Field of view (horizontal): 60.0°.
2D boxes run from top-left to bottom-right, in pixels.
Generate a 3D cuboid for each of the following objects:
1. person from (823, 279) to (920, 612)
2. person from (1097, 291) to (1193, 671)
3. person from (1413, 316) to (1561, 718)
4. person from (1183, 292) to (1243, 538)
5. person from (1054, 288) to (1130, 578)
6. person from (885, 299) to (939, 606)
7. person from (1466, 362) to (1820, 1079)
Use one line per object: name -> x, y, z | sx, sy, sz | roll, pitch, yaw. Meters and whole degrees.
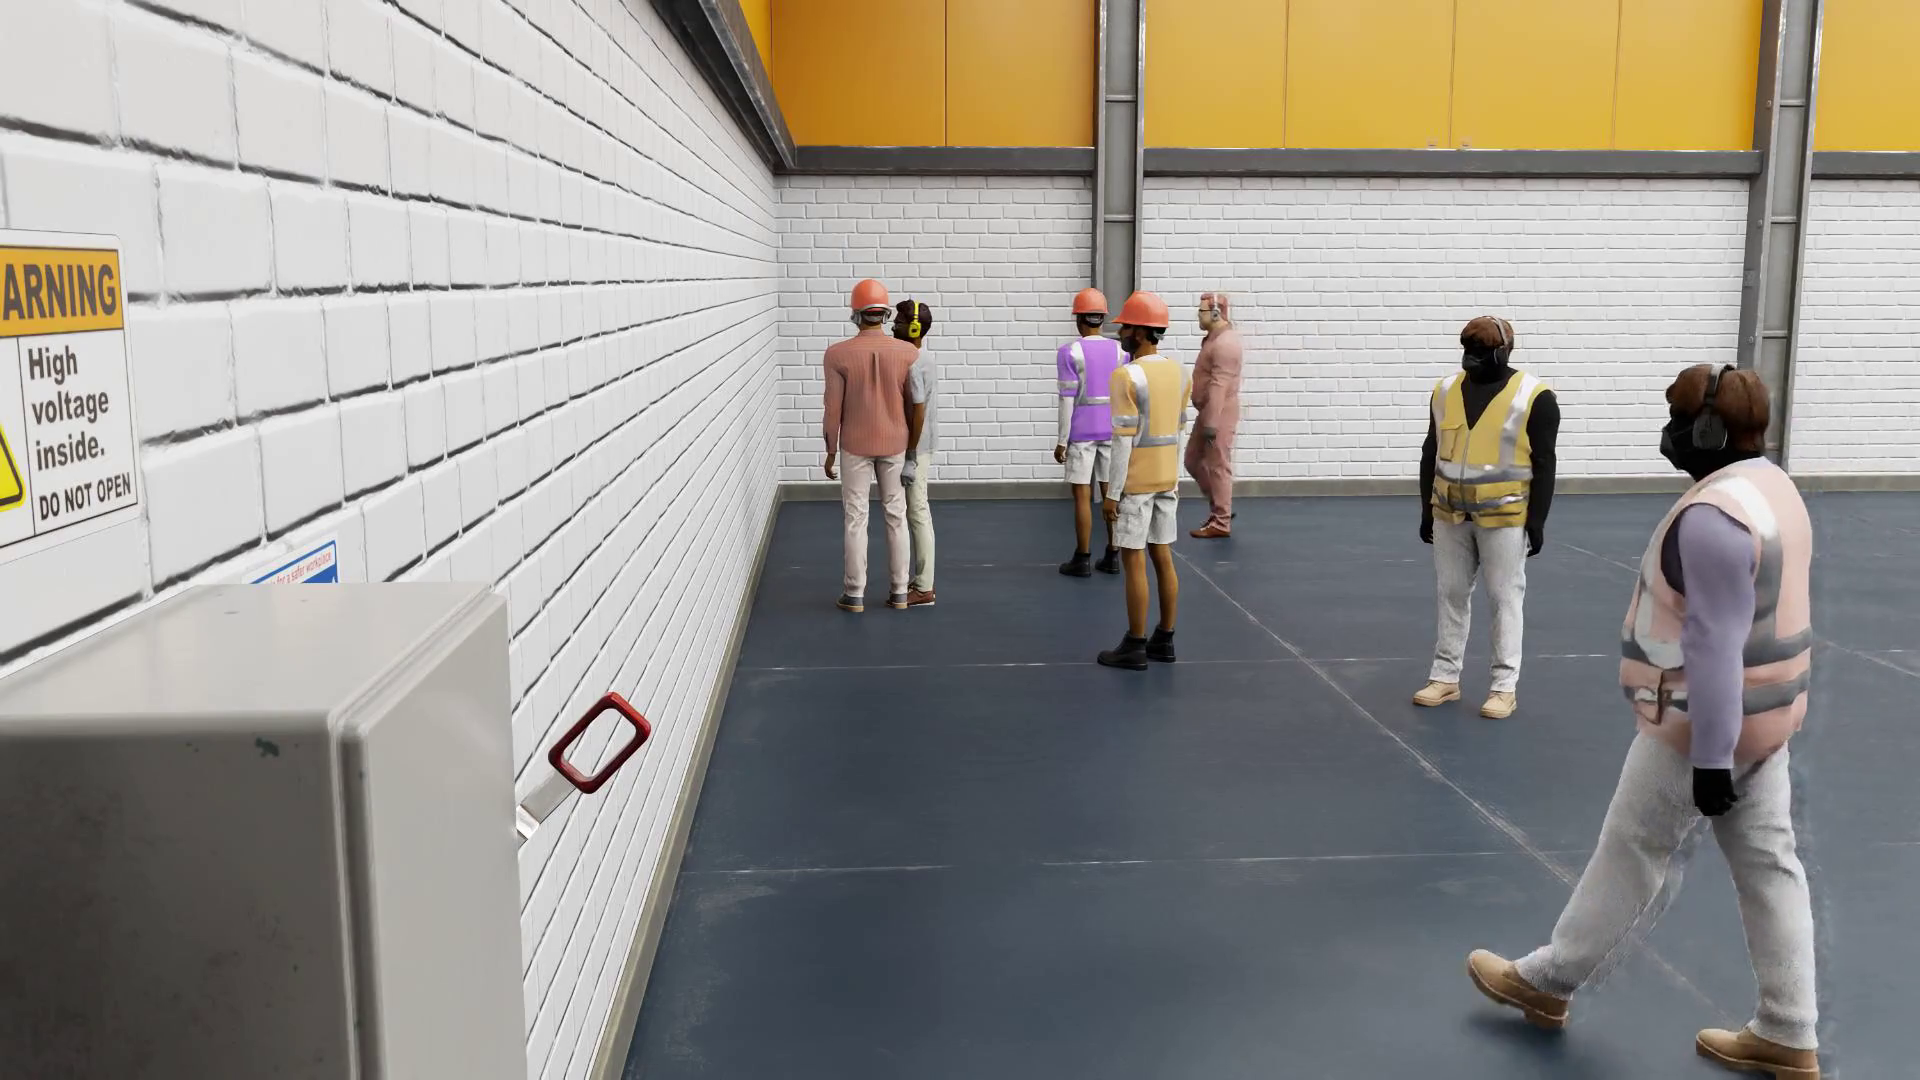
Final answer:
person -> -0.526, -0.561, 10.014 | 0.615, 1.997, 0.373 | -3, 9, -17
person -> 0.938, -0.301, 8.557 | 0.548, 1.942, 0.344 | -8, 12, -43
person -> 2.397, -0.106, 7.657 | 0.630, 1.840, 0.429 | 8, 12, 42
person -> 1.928, -0.947, 12.756 | 0.431, 1.890, 0.676 | 1, 9, 4
person -> 0.867, -0.716, 11.173 | 0.547, 1.938, 0.379 | -5, 10, -27
person -> -0.295, -0.530, 10.205 | 0.328, 1.877, 0.514 | 1, 9, 4
person -> 1.820, 0.448, 4.294 | 0.941, 1.795, 0.646 | 8, 12, 41
